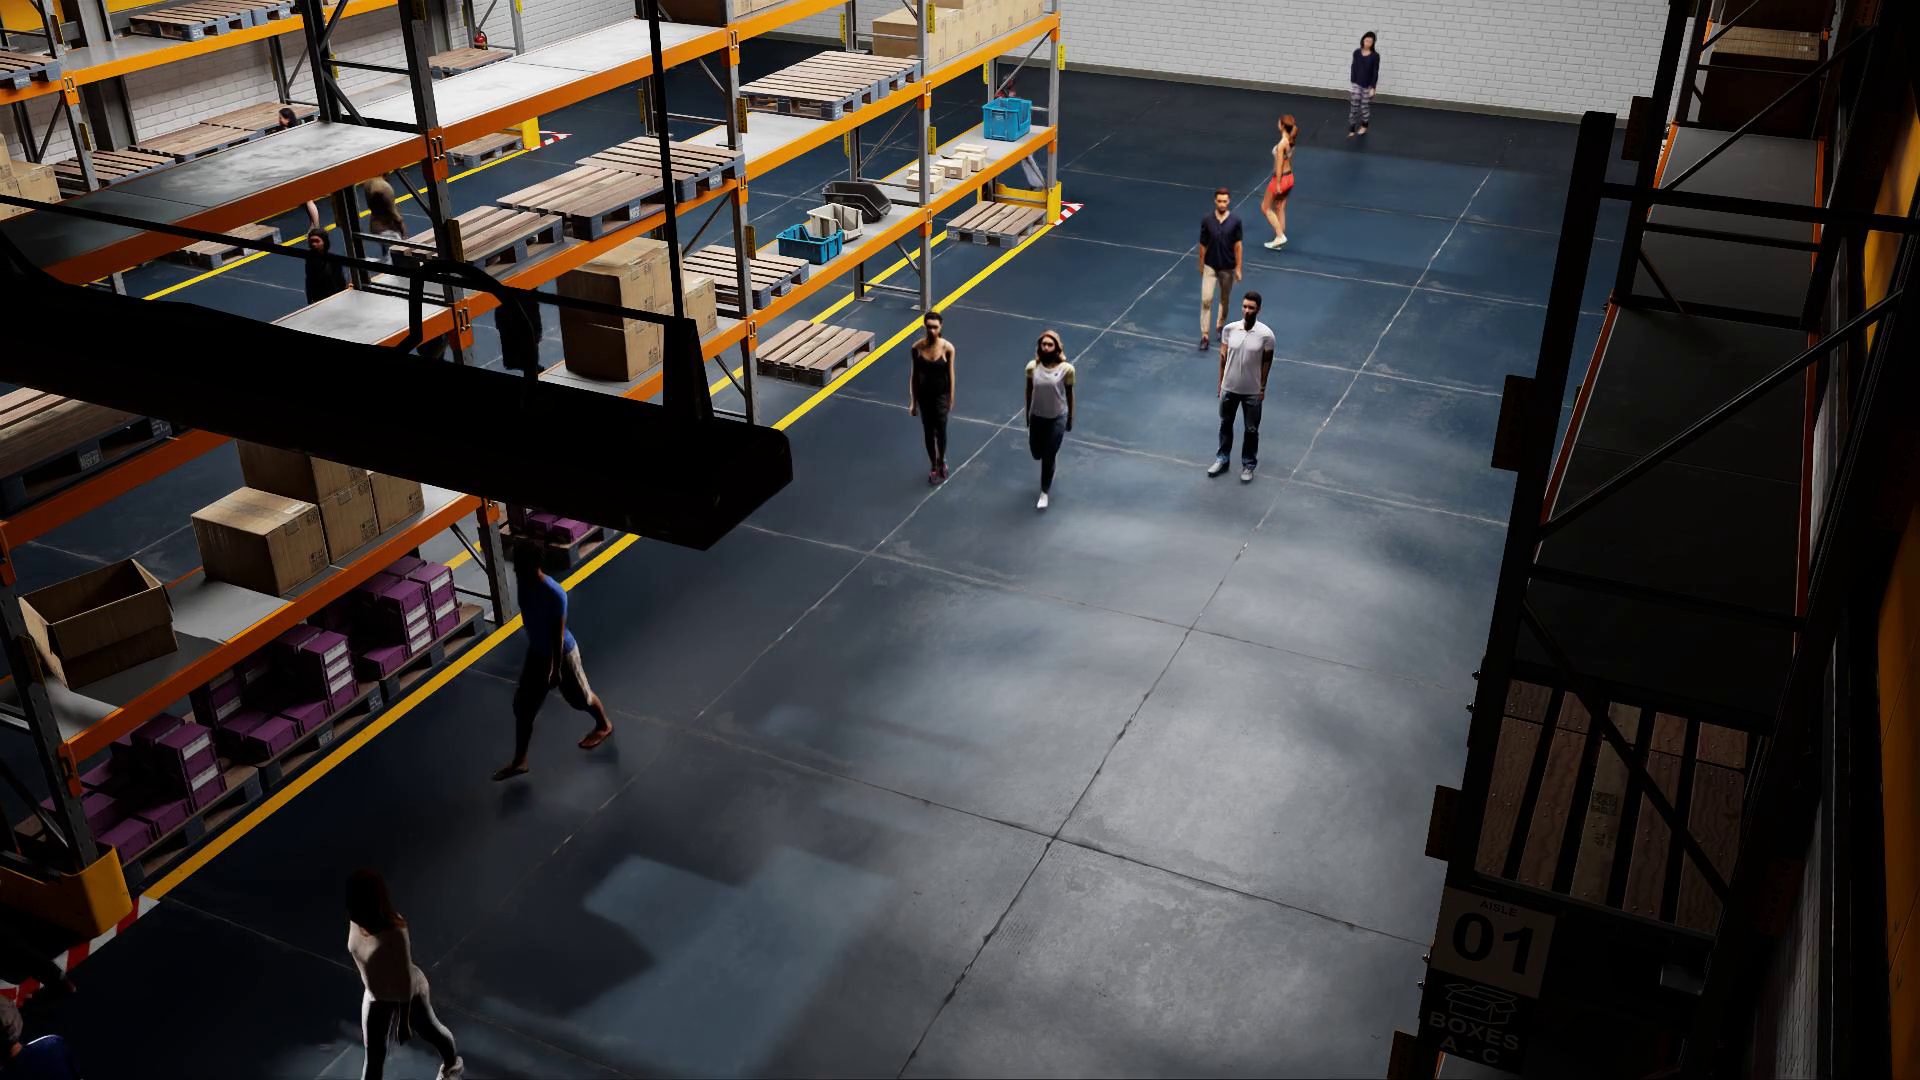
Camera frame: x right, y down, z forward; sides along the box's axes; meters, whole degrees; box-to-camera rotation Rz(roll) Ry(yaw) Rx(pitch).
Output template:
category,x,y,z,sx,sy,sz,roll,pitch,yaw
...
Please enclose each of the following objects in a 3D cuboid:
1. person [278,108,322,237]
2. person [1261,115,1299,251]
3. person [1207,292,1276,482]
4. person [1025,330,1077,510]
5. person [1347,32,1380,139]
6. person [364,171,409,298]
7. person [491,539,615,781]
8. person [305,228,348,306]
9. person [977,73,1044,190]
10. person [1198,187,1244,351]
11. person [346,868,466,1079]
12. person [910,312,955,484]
category,x,y,z,sx,sy,sz,roll,pitch,yaw
person,-8.797,-4.870,22.154,0.822,1.769,0.783,-15,32,-25
person,4.265,-4.640,21.721,0.728,1.780,0.661,23,36,35
person,2.691,-1.477,15.831,0.682,1.867,0.579,15,32,25
person,0.841,-1.158,15.411,0.741,1.709,0.961,6,29,12
person,6.507,-7.329,26.746,0.667,1.687,1.025,18,33,29
person,-6.958,-3.697,19.965,1.023,1.805,0.958,-19,34,-30
person,-2.806,0.783,11.751,0.823,1.806,1.278,20,35,32
person,-6.801,-2.566,18.041,0.904,1.663,1.224,1,29,1
person,0.831,-5.808,23.933,0.937,1.713,1.216,4,29,7
person,2.959,-3.116,18.883,0.811,1.822,1.065,5,29,9
person,-2.962,2.385,8.953,0.661,1.673,1.078,15,32,26
person,-0.254,-1.382,15.815,0.627,1.716,0.656,4,29,7
